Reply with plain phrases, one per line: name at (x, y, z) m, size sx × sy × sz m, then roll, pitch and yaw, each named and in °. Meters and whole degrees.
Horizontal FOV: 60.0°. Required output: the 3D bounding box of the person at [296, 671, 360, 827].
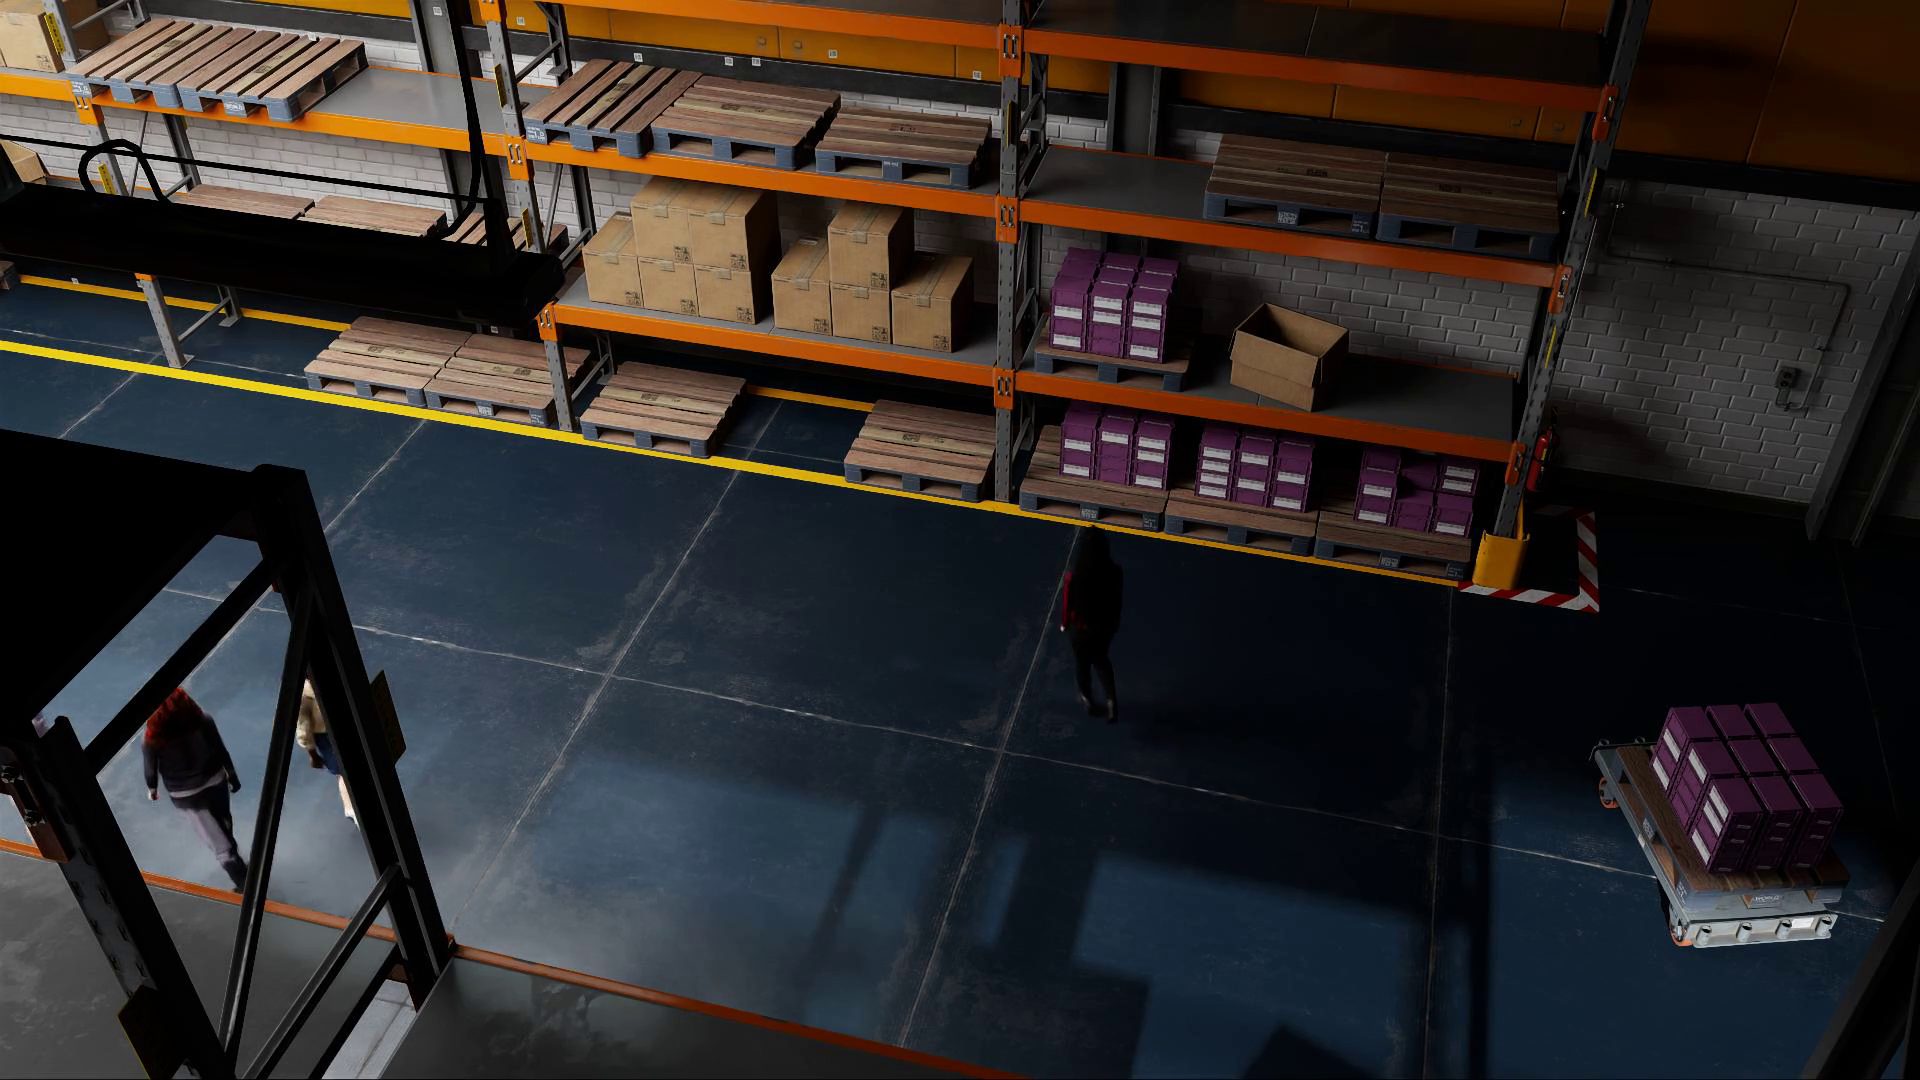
person at (-4.080, 1.259, 10.738) m, size 0.649 × 1.606 × 0.666 m, roll 12°, pitch 40°, yaw 15°

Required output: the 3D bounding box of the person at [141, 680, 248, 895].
person at (-4.601, 1.600, 10.206) m, size 1.115 × 1.736 × 0.938 m, roll 28°, pitch 46°, yaw 31°

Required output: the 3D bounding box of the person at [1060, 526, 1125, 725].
person at (0.939, 0.658, 11.463) m, size 0.849 × 1.640 × 0.877 m, roll -12°, pitch 40°, yaw -14°
